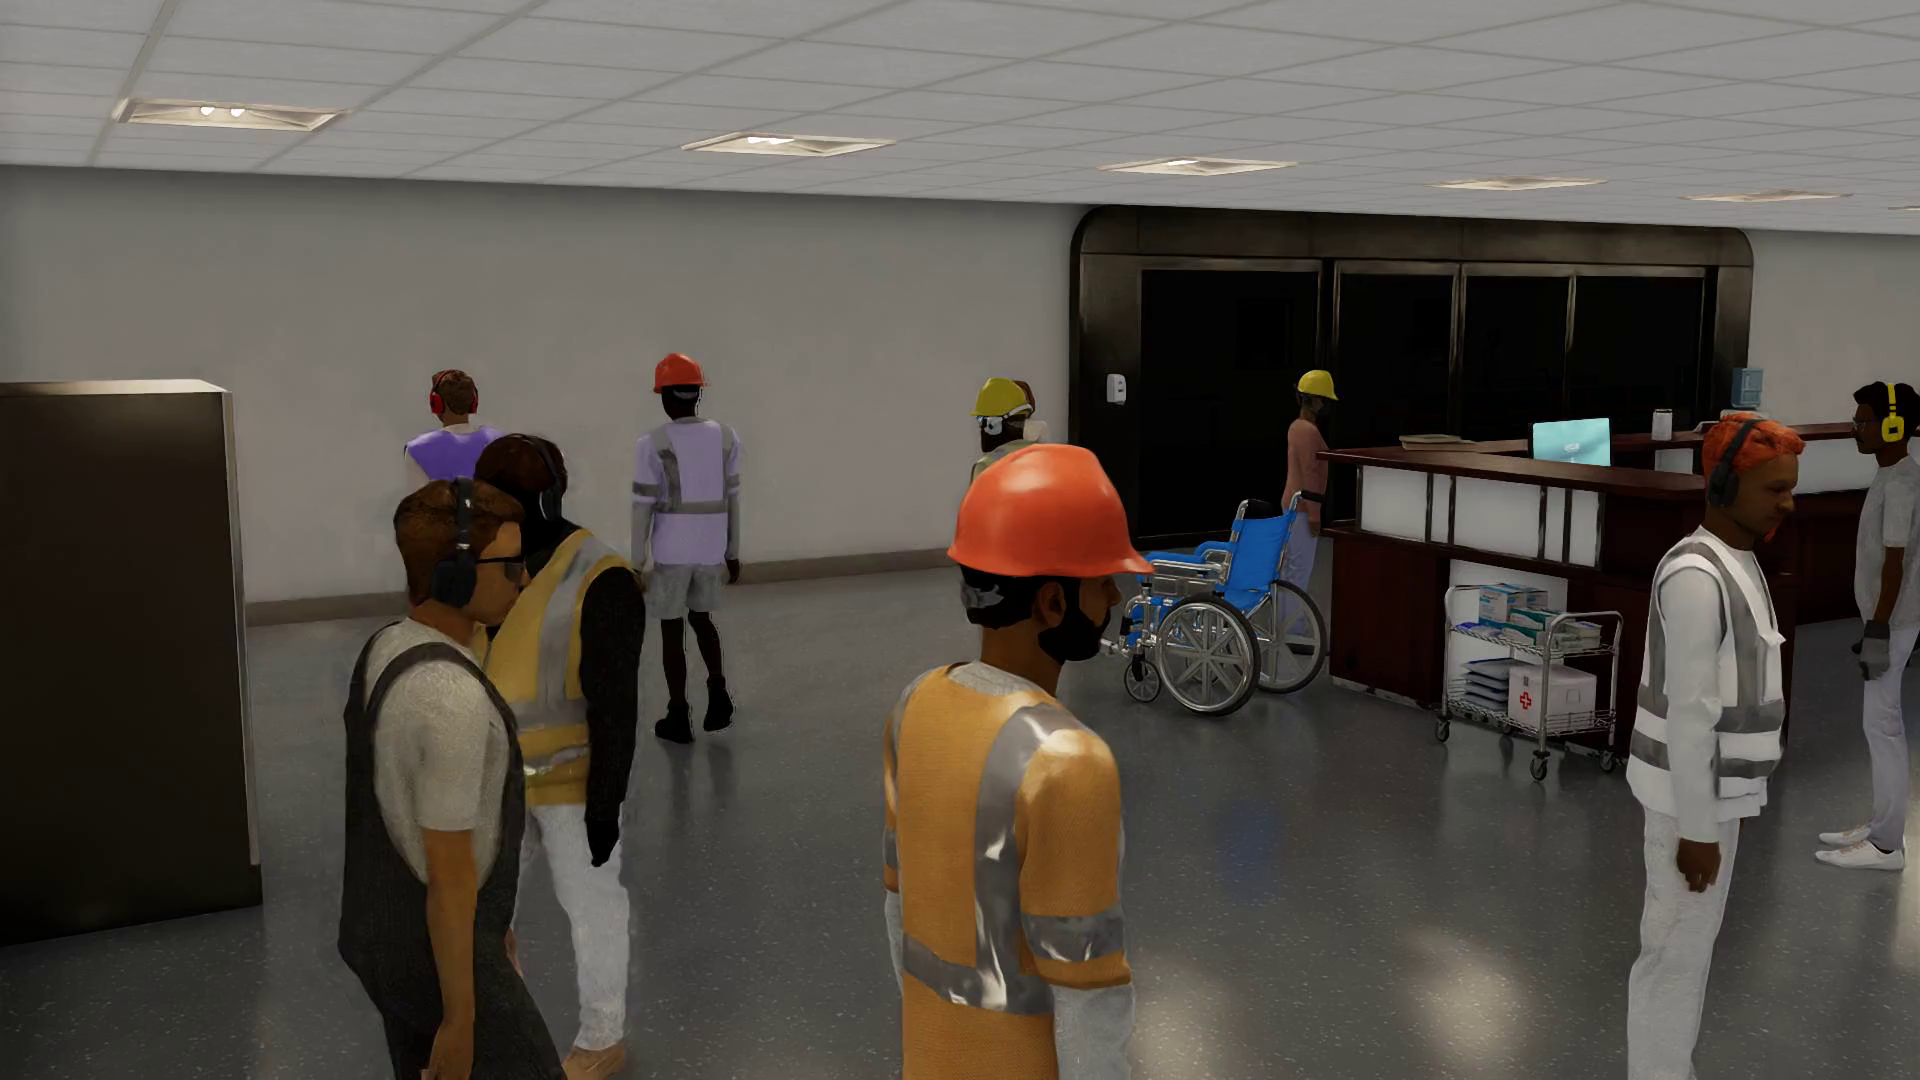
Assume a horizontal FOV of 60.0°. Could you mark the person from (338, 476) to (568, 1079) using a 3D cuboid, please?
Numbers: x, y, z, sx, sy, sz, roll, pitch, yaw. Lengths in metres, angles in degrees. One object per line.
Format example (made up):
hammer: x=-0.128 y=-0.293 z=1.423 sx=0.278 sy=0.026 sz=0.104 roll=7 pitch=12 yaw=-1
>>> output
person: x=-0.937 y=0.787 z=3.147 sx=0.423 sy=1.826 sz=0.499 roll=-6 pitch=10 yaw=-39

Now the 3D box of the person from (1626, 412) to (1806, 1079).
person: x=1.831 y=0.631 z=4.068 sx=0.362 sy=1.886 sz=0.575 roll=5 pitch=9 yaw=32

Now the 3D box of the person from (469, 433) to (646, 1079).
person: x=-1.147 y=0.639 z=4.271 sx=0.656 sy=1.809 sz=0.815 roll=4 pitch=9 yaw=26

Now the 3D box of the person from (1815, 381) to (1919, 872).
person: x=3.521 y=0.329 z=6.354 sx=0.326 sy=1.862 sz=0.508 roll=4 pitch=9 yaw=29

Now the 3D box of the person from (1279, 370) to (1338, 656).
person: x=2.163 y=-0.172 z=10.342 sx=0.328 sy=1.761 sz=0.523 roll=0 pitch=8 yaw=2

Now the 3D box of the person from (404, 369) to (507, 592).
person: x=-2.417 y=0.095 z=8.094 sx=0.387 sy=1.846 sz=0.566 roll=7 pitch=10 yaw=40

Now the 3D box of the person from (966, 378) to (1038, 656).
person: x=0.210 y=0.173 z=7.624 sx=0.403 sy=1.824 sz=0.595 roll=5 pitch=9 yaw=32

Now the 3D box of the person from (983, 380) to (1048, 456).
person: x=0.407 y=-0.348 z=12.106 sx=0.504 sy=1.627 sz=0.285 roll=-1 pitch=8 yaw=-10

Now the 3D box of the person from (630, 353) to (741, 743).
person: x=-1.345 y=0.049 z=8.135 sx=0.574 sy=1.917 sz=0.417 roll=-6 pitch=10 yaw=-37

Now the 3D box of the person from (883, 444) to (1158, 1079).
person: x=0.105 y=0.822 z=2.496 sx=0.369 sy=1.935 sz=0.552 roll=-4 pitch=9 yaw=-29
